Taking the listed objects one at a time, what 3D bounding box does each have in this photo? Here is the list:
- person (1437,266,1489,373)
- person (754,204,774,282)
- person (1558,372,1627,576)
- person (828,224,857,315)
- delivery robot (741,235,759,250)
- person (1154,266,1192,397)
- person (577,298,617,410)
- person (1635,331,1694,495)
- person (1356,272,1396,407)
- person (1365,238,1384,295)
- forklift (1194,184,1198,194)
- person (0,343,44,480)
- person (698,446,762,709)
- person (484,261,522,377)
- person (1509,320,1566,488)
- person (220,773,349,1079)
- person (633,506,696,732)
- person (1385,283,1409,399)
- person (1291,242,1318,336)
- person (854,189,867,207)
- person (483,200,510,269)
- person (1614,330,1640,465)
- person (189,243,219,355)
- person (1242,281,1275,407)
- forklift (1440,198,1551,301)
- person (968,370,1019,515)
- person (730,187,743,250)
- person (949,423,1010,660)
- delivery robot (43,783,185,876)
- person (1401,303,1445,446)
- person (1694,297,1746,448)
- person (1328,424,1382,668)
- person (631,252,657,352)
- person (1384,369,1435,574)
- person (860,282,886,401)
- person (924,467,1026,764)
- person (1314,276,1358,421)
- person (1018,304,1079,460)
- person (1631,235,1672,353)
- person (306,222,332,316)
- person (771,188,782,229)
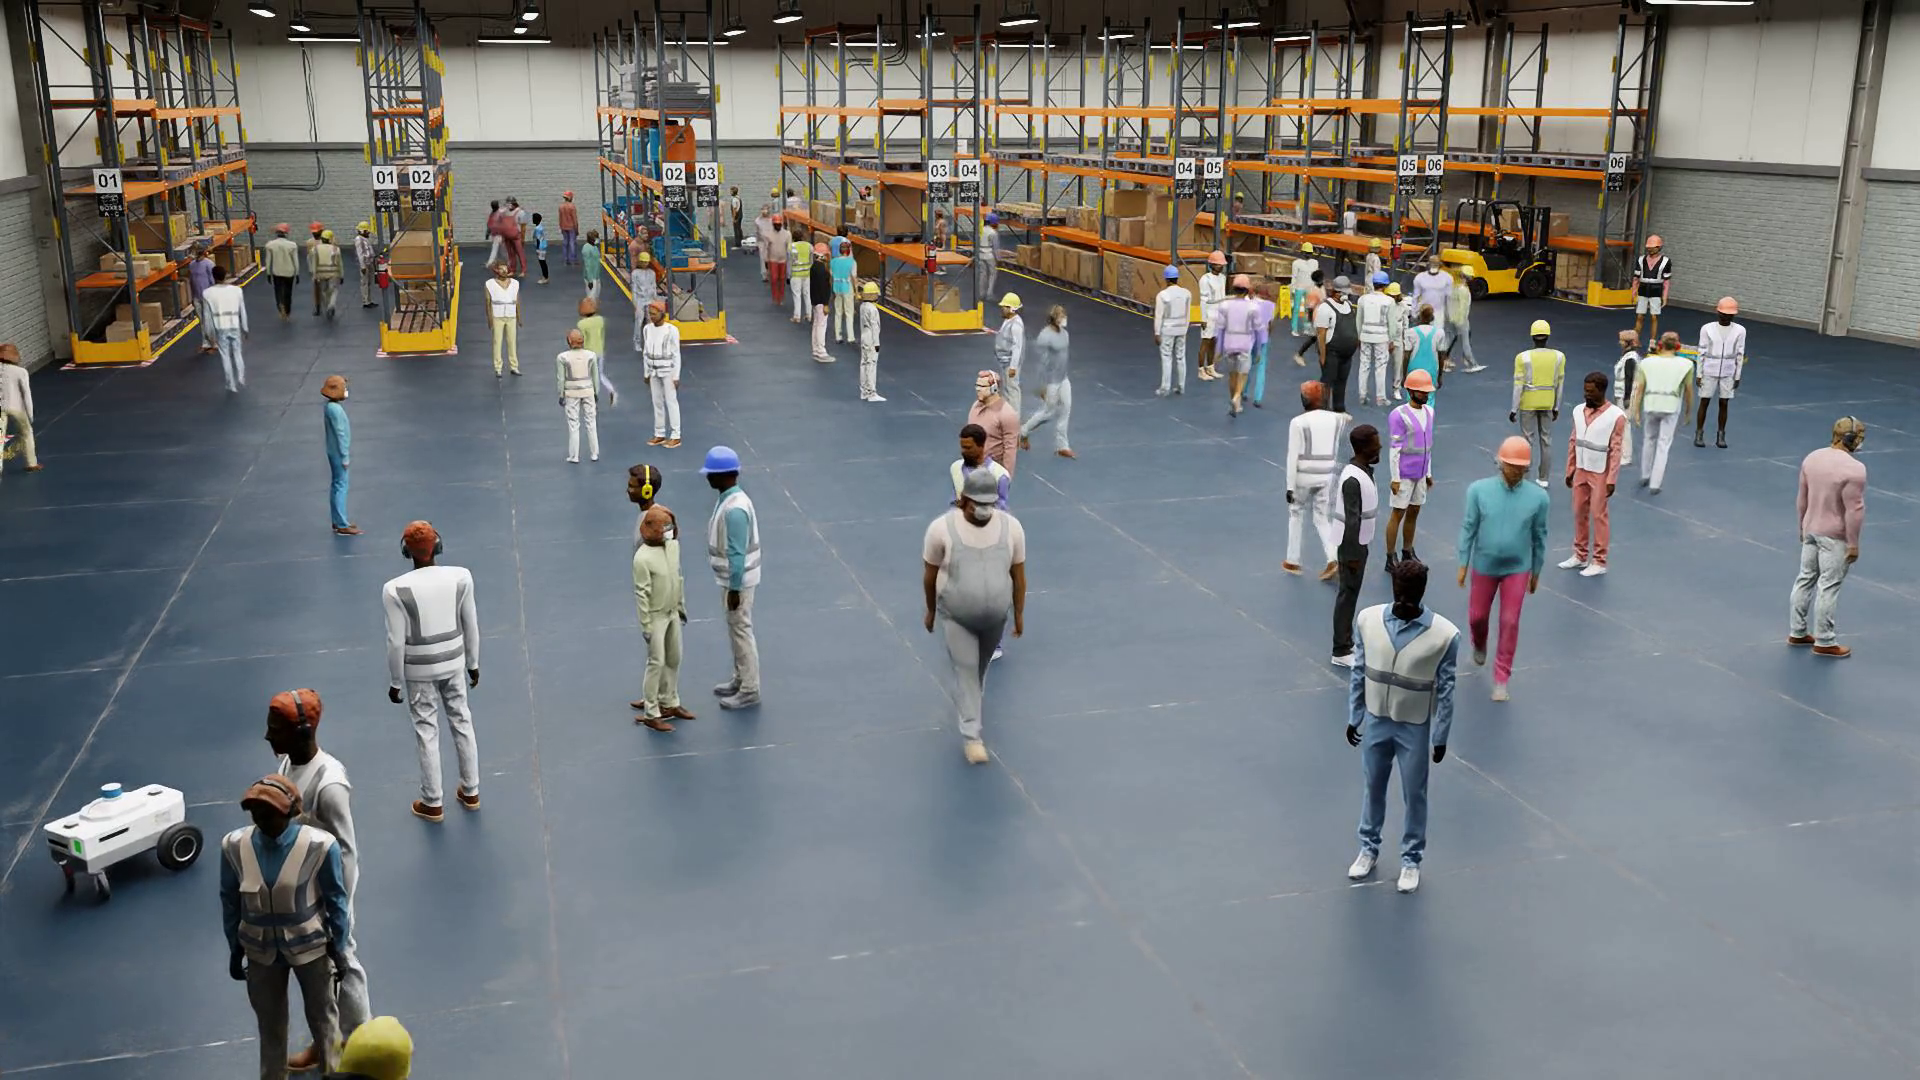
[{"bbox_3d":[8.179,-3.564,26.942,0.868,1.718,0.552,2,15,6],"label":"person"},{"bbox_3d":[-4.674,-7.218,40.385,0.661,1.889,0.541,0,15,1],"label":"person"},{"bbox_3d":[5.922,-0.628,15.565,0.407,1.907,0.597,-7,17,-25],"label":"person"},{"bbox_3d":[-2.409,-5.579,34.311,0.620,1.845,0.430,13,20,41],"label":"person"},{"bbox_3d":[-5.917,-8.483,47.526,0.477,0.478,0.707,12,19,38],"label":"delivery robot"},{"bbox_3d":[3.166,-3.114,24.852,0.605,1.944,0.413,-7,16,-25],"label":"person"},{"bbox_3d":[-5.179,-2.627,23.628,0.544,1.613,0.514,11,18,35],"label":"person"},{"bbox_3d":[7.984,-1.457,18.861,0.578,1.804,0.902,9,18,31],"label":"person"},{"bbox_3d":[6.014,-2.900,24.049,0.602,1.937,0.409,13,19,39],"label":"person"},{"bbox_3d":[7.984,-4.945,32.118,0.311,1.741,0.494,-2,15,-9],"label":"person"},{"bbox_3d":[7.392,-11.333,53.972,1.873,2.768,1.129,-4,15,-15],"label":"forklift"},{"bbox_3d":[-11.162,-1.504,19.509,0.528,1.571,0.793,-3,15,-9],"label":"person"},{"bbox_3d":[-1.666,0.264,12.150,0.429,1.937,0.628,-3,15,-13],"label":"person"},{"bbox_3d":[-7.304,-3.546,26.644,0.567,1.850,0.389,-10,18,-33],"label":"person"},{"bbox_3d":[6.558,-1.540,18.958,0.587,1.922,0.383,-1,15,-5],"label":"person"},{"bbox_3d":[-2.863,1.757,7.095,0.513,1.639,0.313,-1,15,-3],"label":"person"},{"bbox_3d":[-2.098,0.544,11.693,0.279,1.621,0.508,6,16,23],"label":"person"},{"bbox_3d":[6.373,-2.939,24.594,0.491,1.730,0.324,1,15,3],"label":"person"},{"bbox_3d":[6.449,-4.687,31.124,0.526,1.760,0.344,-4,15,-14],"label":"person"},{"bbox_3d":[-2.671,-8.725,45.990,0.543,1.929,0.387,-3,15,-12],"label":"person"},{"bbox_3d":[-12.139,-8.009,43.599,0.672,1.783,0.972,14,20,42],"label":"person"},{"bbox_3d":[8.133,-1.737,20.302,0.322,1.627,0.613,5,16,17],"label":"person"},{"bbox_3d":[-13.133,-4.192,28.909,0.638,1.936,0.356,8,17,27],"label":"person"},{"bbox_3d":[4.280,-2.859,24.184,0.554,1.792,0.951,1,15,3],"label":"person"},{"bbox_3d":[11.913,-6.508,37.130,2.313,2.155,1.214,-4,15,-15],"label":"forklift"},{"bbox_3d":[0.255,-0.646,15.624,0.407,1.910,0.639,-11,18,-36],"label":"person"},{"bbox_3d":[-6.581,-9.470,48.966,0.348,1.839,0.503,3,15,11],"label":"person"},{"bbox_3d":[0.150,0.010,13.161,0.407,1.909,0.593,-14,20,-42],"label":"person"},{"bbox_3d":[-4.810,1.627,9.481,0.477,0.478,0.707,8,17,29],"label":"delivery robot"},{"bbox_3d":[5.886,-2.092,21.181,0.513,1.845,0.336,2,15,7],"label":"person"},{"bbox_3d":[9.657,-2.127,21.155,0.544,1.930,0.387,4,15,15],"label":"person"},{"bbox_3d":[3.090,0.037,13.027,0.390,1.921,0.591,5,16,18],"label":"person"},{"bbox_3d":[-5.552,-4.204,29.330,0.493,1.741,0.321,-13,20,-40],"label":"person"},{"bbox_3d":[4.222,-0.633,15.517,0.545,1.938,0.359,-11,18,-35],"label":"person"},{"bbox_3d":[-1.308,-2.922,24.500,0.293,1.745,0.486,-8,17,-26],"label":"person"},{"bbox_3d":[0.103,0.401,11.426,0.691,2.000,1.066,-4,15,-14],"label":"person"},{"bbox_3d":[5.183,-2.622,22.805,0.686,2.000,0.535,-12,19,-39],"label":"person"},{"bbox_3d":[1.105,-1.963,20.564,0.780,1.916,0.638,10,18,34],"label":"person"},{"bbox_3d":[12.072,-4.301,29.118,0.614,2.040,0.390,11,18,35],"label":"person"},{"bbox_3d":[-13.111,-5.548,34.074,0.564,1.900,0.834,-1,15,-5],"label":"person"},{"bbox_3d":[-5.533,-9.720,50.089,0.324,1.740,0.492,1,15,5],"label":"person"}]
